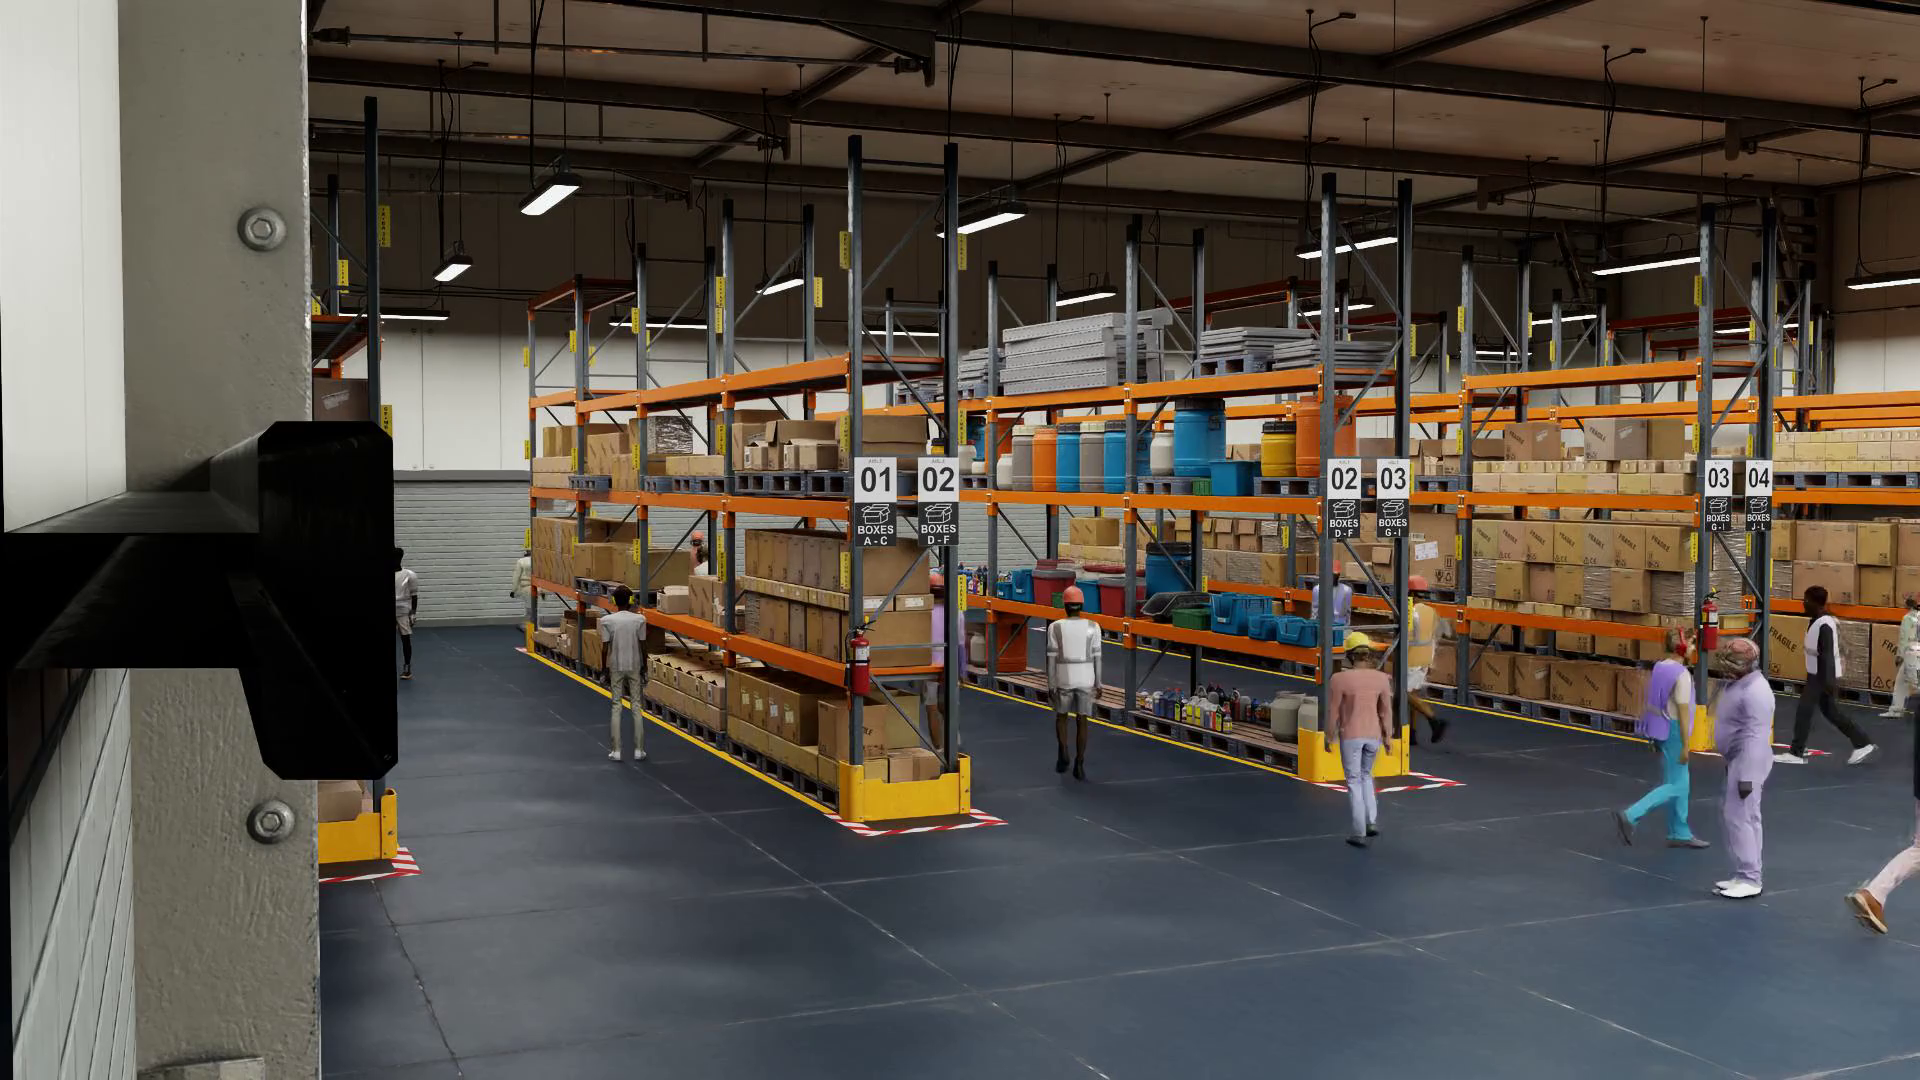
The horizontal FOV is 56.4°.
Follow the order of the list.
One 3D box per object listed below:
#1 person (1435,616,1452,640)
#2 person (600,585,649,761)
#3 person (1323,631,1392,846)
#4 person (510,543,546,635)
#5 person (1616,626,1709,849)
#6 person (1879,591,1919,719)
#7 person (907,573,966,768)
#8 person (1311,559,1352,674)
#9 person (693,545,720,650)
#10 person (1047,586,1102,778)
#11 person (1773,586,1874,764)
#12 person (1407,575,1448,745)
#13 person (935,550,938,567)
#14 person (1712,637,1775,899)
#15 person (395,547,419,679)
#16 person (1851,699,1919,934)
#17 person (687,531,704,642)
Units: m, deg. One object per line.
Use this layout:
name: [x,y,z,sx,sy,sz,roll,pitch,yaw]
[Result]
person: [8.142,0.936,30.514,0.605,1.932,0.431,-1,2,-25]
person: [-3.575,1.409,19.083,0.520,1.865,0.327,-1,2,-13]
person: [3.274,1.634,14.790,0.529,1.748,0.511,-1,2,-16]
person: [-8.002,0.915,33.075,0.954,1.773,0.590,2,3,37]
person: [5.709,1.607,14.528,0.734,1.825,0.573,0,2,1]
person: [11.765,1.427,22.000,0.816,1.606,0.516,2,3,44]
person: [-0.247,1.353,18.593,0.602,2.021,0.486,-1,2,-25]
person: [5.047,1.191,24.399,0.556,1.904,0.907,0,2,5]
person: [-3.931,1.041,27.711,0.369,1.938,0.630,1,2,23]
person: [1.155,1.422,18.040,0.564,1.923,0.411,0,2,3]
person: [9.096,1.413,18.819,0.957,1.884,0.605,1,2,18]
person: [5.144,1.347,20.009,0.554,1.916,0.696,-2,3,-39]
person: [-0.338,0.760,34.475,0.405,1.986,0.619,1,2,21]
person: [5.675,1.641,12.999,0.400,1.883,0.677,1,2,16]
person: [-8.332,1.073,26.534,0.608,1.963,0.370,0,2,8]
person: [6.329,1.644,11.668,0.869,1.969,0.614,0,2,2]
person: [-4.735,0.839,32.380,0.608,1.985,0.395,-1,2,-13]
